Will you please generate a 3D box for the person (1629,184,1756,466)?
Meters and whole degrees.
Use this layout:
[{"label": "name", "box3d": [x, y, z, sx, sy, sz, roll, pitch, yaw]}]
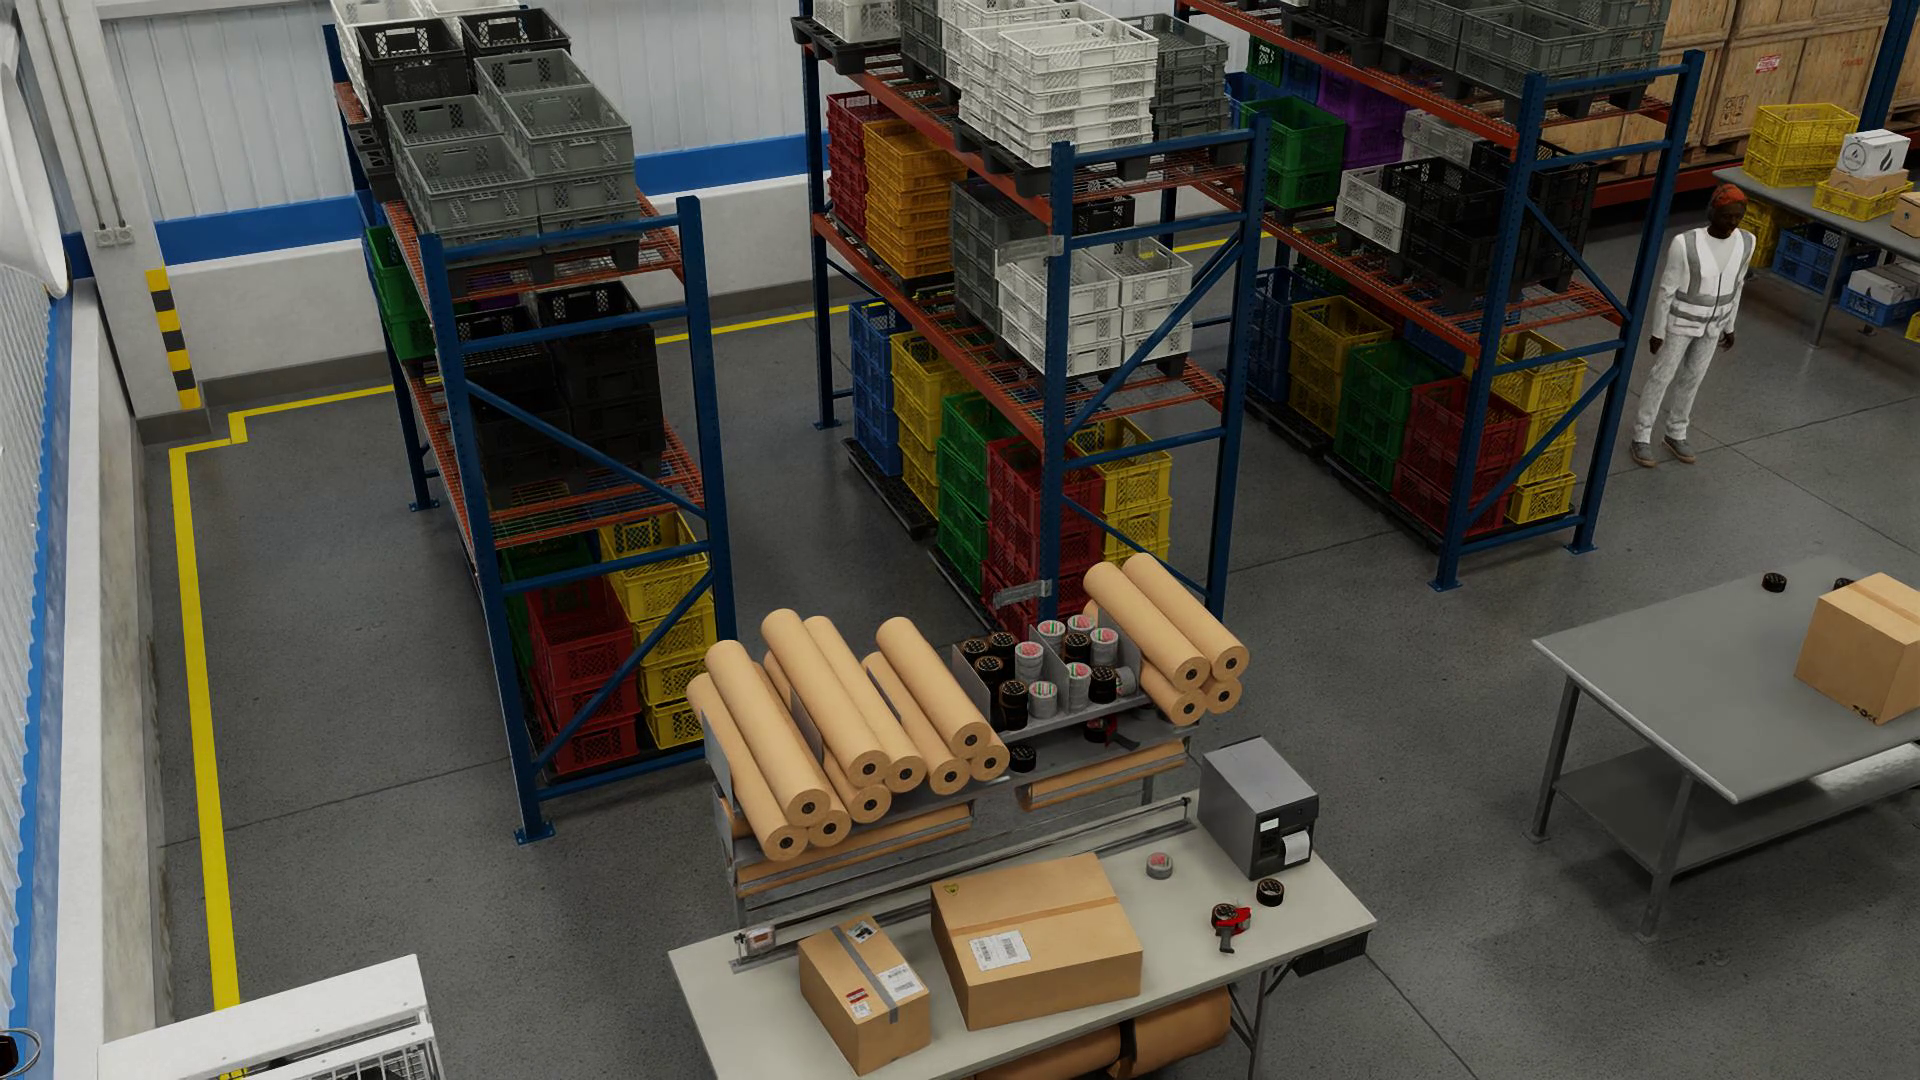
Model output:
[{"label": "person", "box3d": [4.692, -1.363, 10.632, 0.584, 1.880, 0.337, -6, 32, -9]}]
